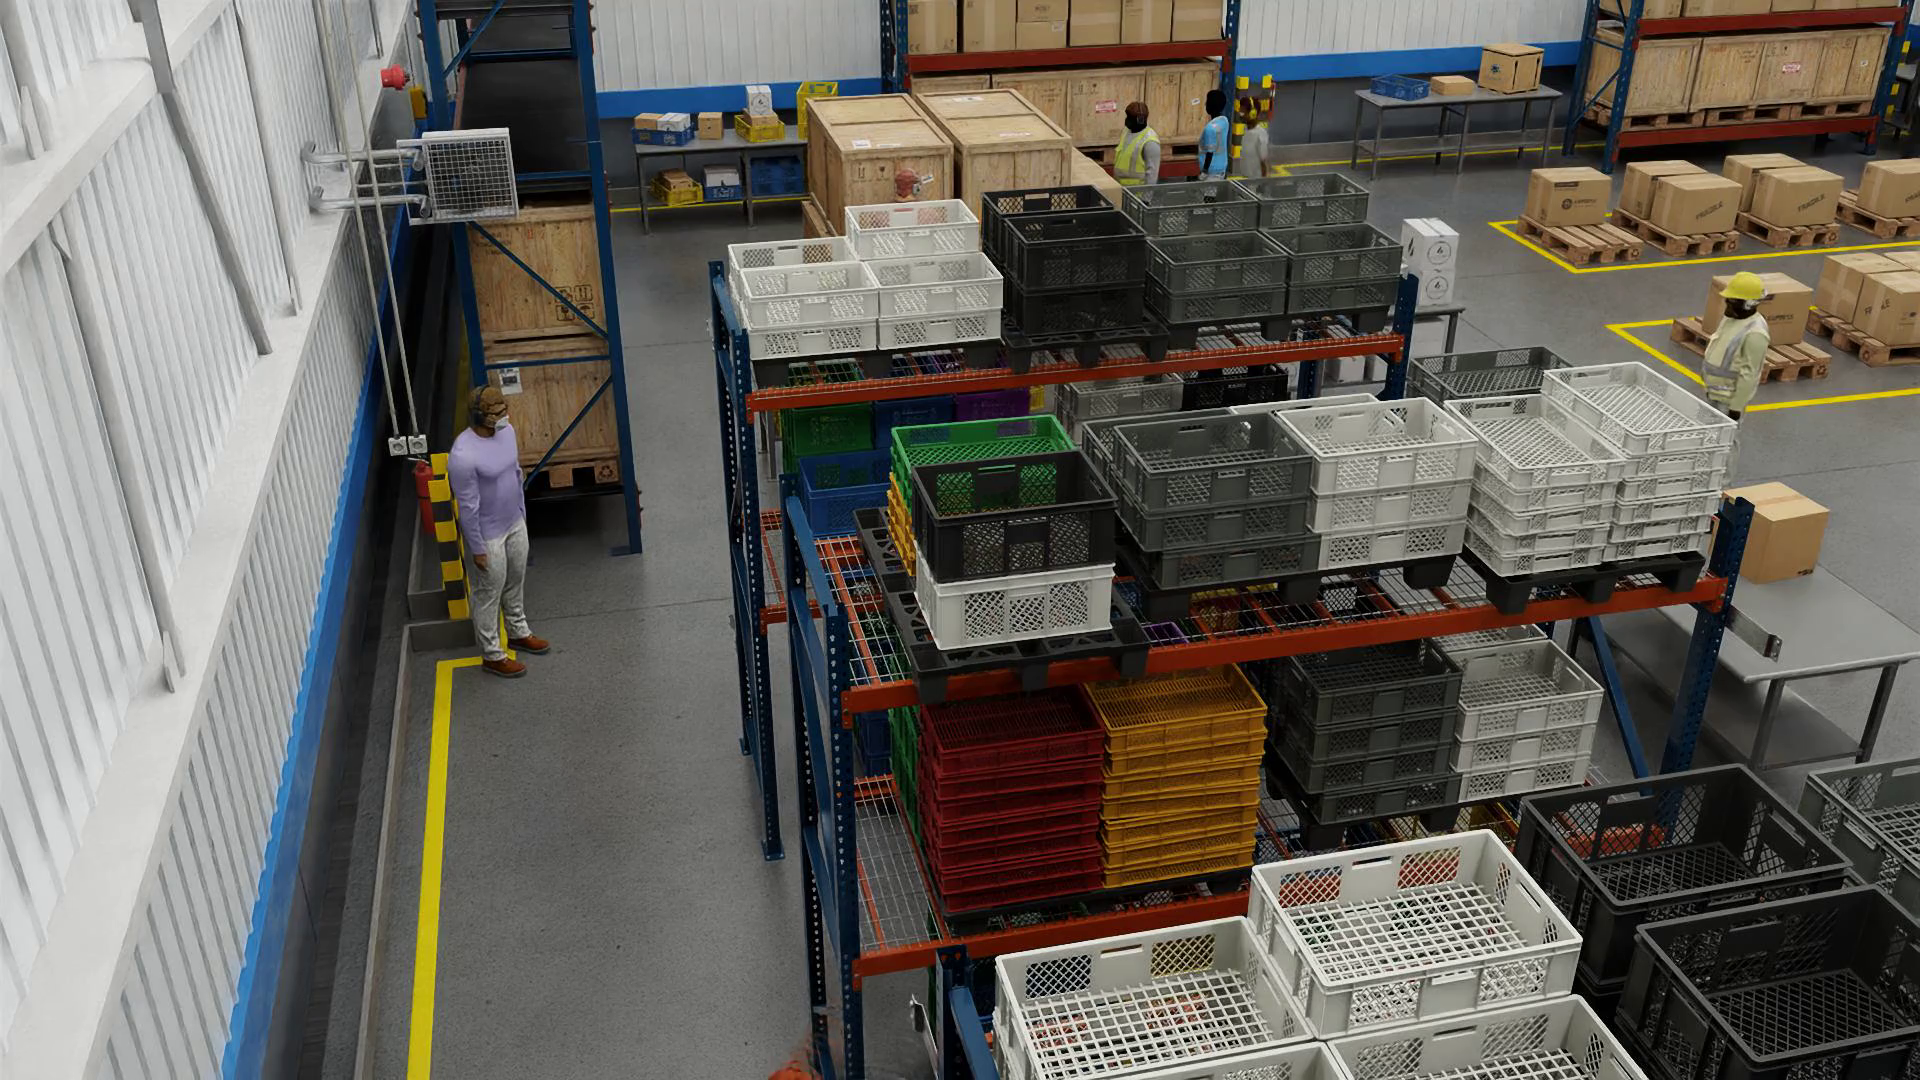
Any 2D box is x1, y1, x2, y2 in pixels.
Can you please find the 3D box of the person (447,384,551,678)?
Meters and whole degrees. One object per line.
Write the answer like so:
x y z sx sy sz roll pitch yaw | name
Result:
-2.893 -0.072 10.392 0.363 1.932 0.629 9 29 16 | person

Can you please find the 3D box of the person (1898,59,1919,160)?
11.798 -5.230 20.188 0.596 1.914 0.373 6 28 11 | person

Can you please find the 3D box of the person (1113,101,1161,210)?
1.788 -3.600 17.173 0.429 1.842 0.634 -12 30 -21 | person

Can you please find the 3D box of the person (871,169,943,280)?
-0.445 -2.339 14.720 0.639 1.902 0.407 7 29 12 | person

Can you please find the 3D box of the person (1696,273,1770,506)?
5.770 -1.131 12.513 0.403 1.825 0.594 2 28 3 | person

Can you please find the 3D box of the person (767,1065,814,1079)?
-0.411 2.399 5.786 0.645 1.854 0.718 2 28 4 | person

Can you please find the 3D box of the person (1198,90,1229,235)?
2.756 -4.073 18.226 0.317 1.696 0.538 12 30 21 | person
